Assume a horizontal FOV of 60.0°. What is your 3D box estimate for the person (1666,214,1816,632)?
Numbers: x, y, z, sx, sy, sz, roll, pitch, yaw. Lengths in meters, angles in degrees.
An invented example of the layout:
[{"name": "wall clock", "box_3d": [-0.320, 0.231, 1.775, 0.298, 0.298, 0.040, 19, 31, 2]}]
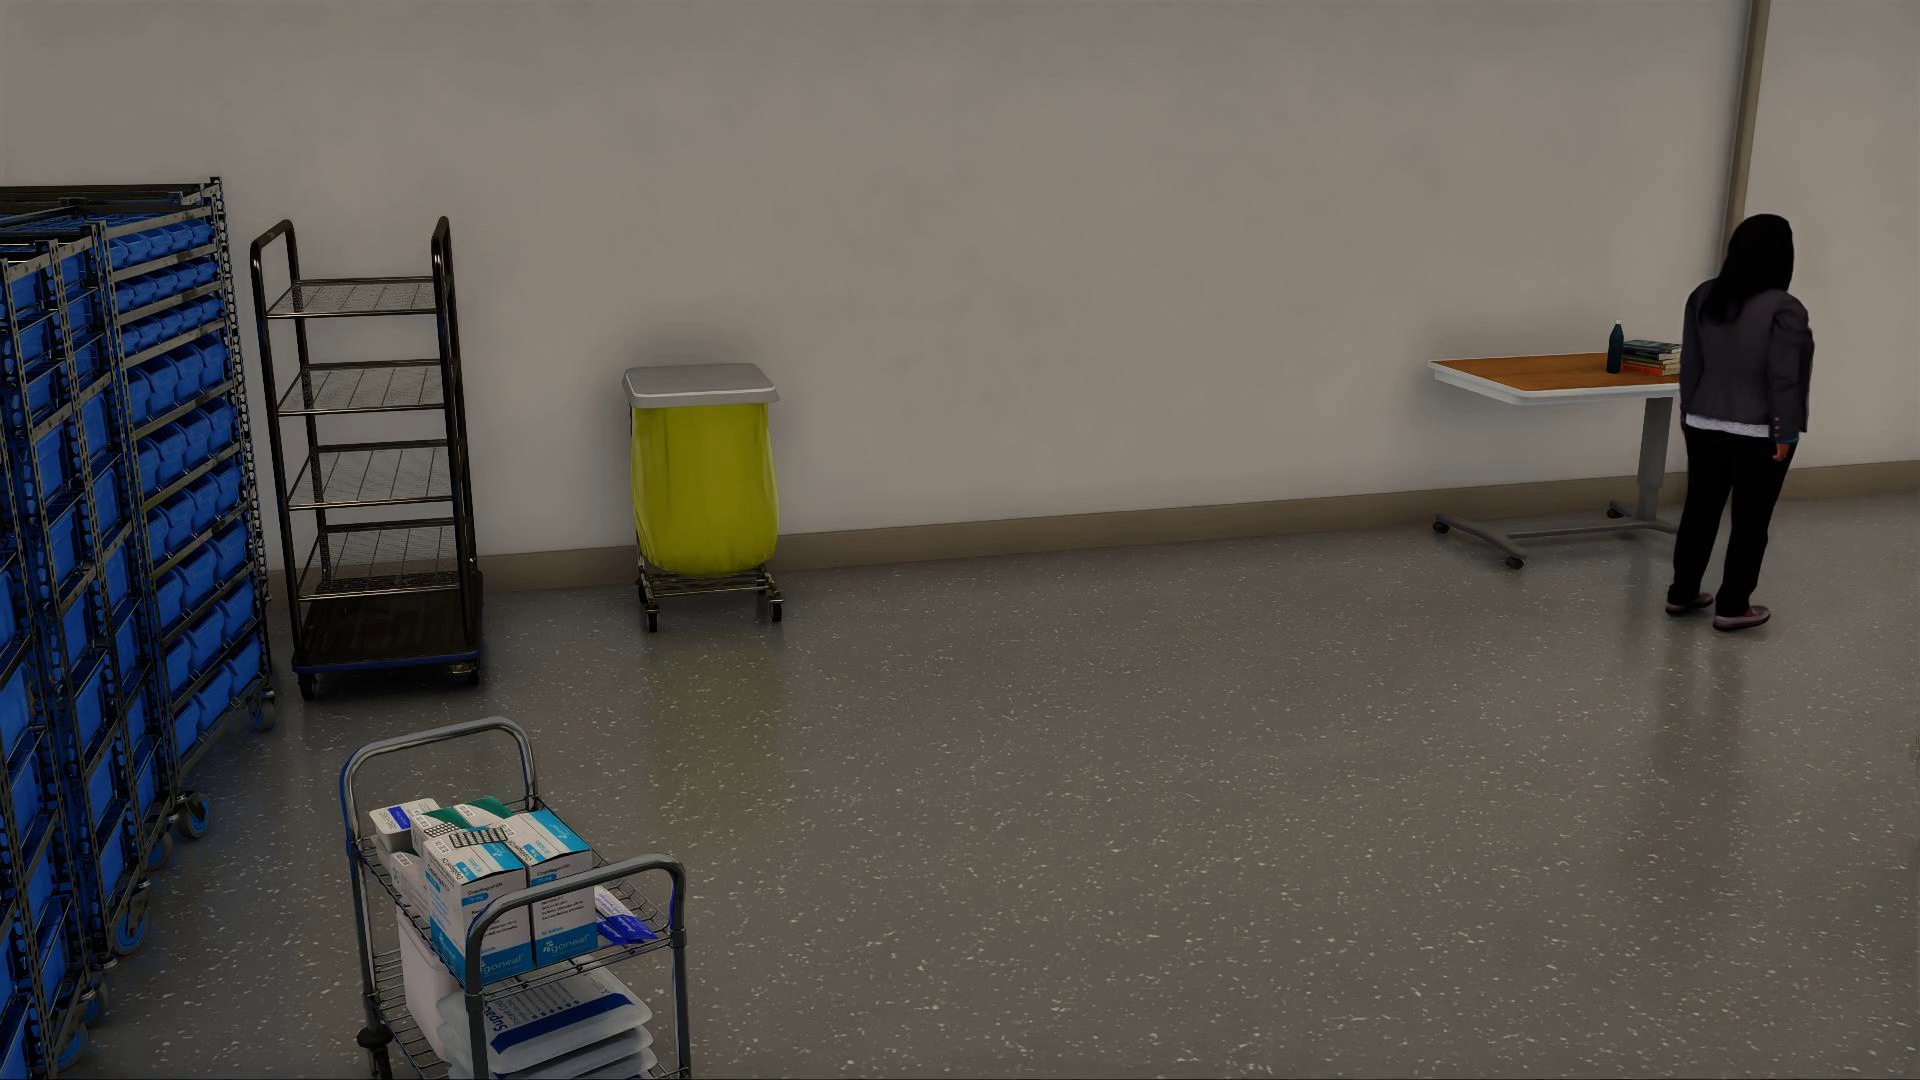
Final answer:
[{"name": "person", "box_3d": [2.999, -0.444, 6.408, 0.725, 1.595, 0.726, -8, 18, -26]}]
